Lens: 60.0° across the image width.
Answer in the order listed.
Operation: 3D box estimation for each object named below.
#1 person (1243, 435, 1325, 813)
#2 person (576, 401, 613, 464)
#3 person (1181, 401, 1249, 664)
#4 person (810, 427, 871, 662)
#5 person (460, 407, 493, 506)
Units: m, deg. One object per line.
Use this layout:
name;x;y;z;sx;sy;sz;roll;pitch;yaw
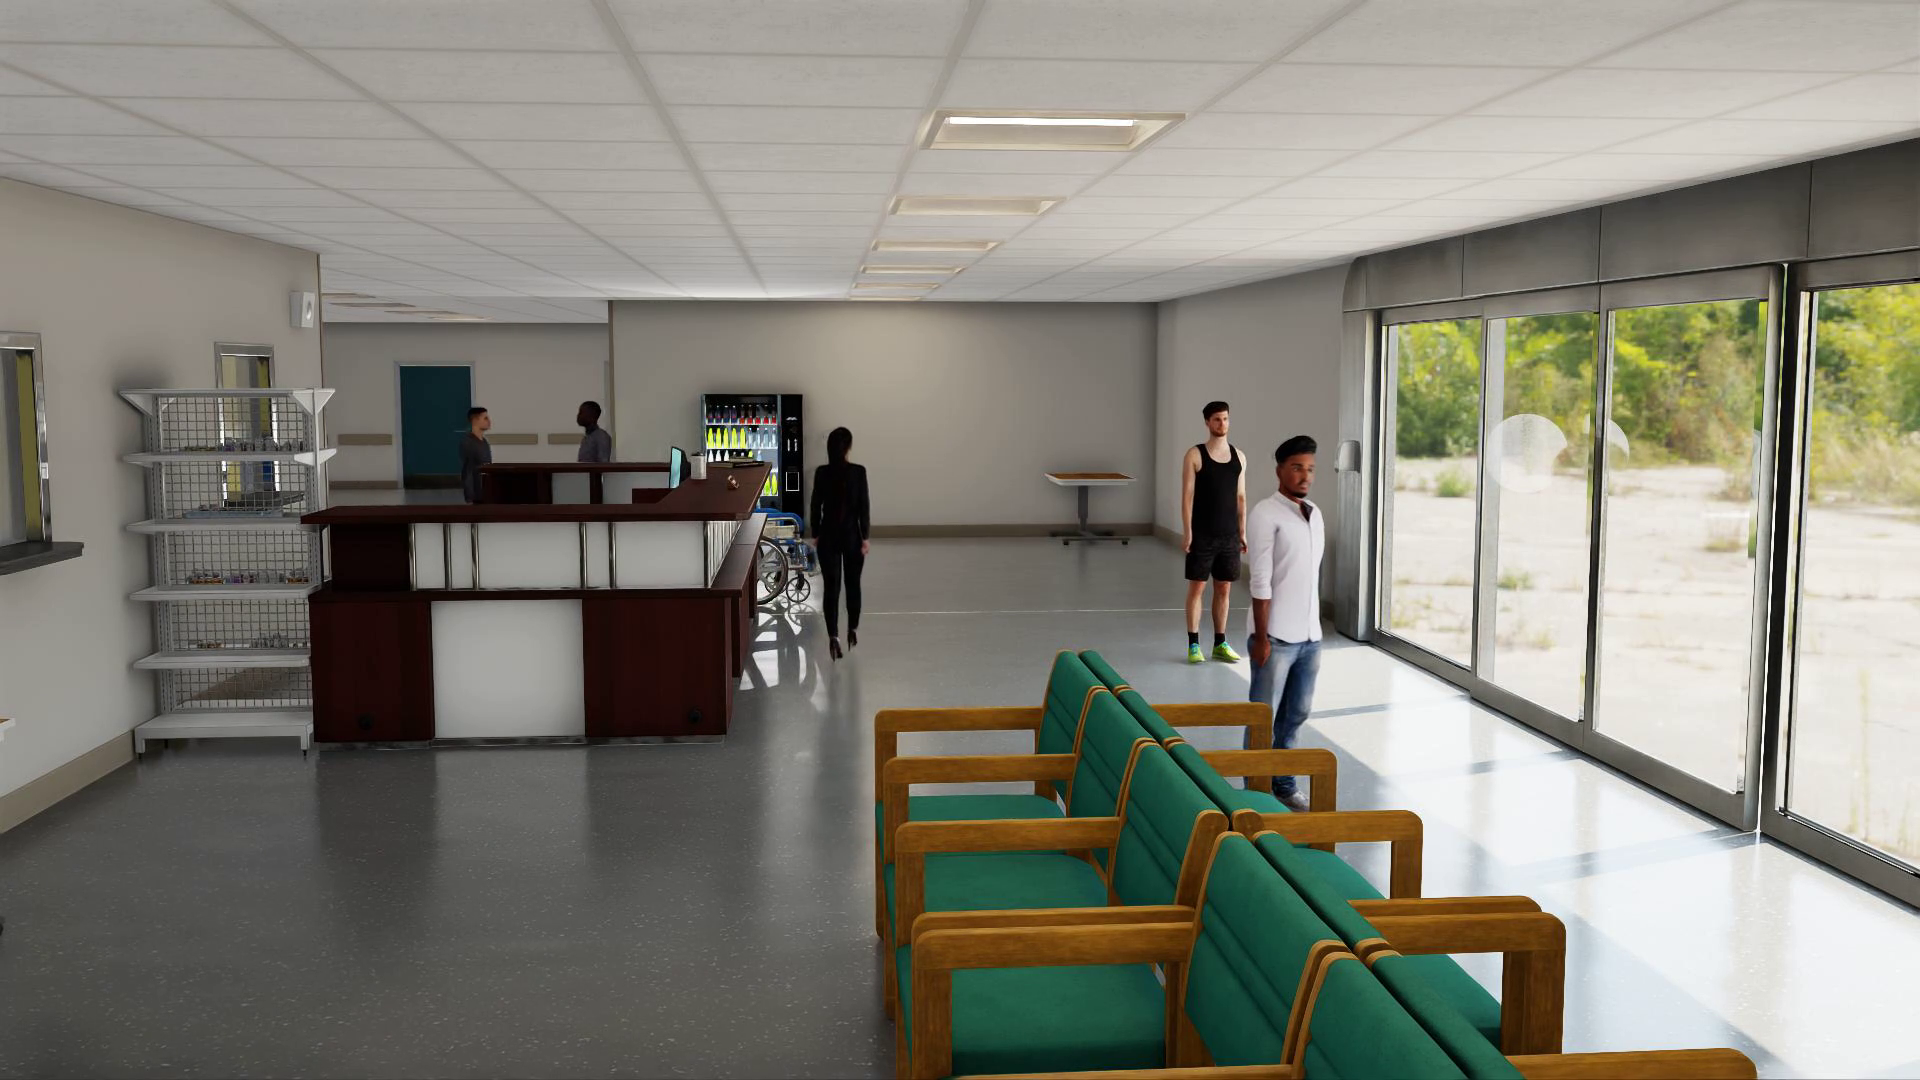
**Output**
person;1.528;0.404;7.832;0.709;1.810;0.795;-5;8;-41
person;-3.331;-0.383;15.558;0.772;1.830;0.810;-4;7;-32
person;1.839;-0.064;12.082;0.590;1.892;0.788;-2;6;-16
person;-0.872;0.062;11.946;1.000;1.668;0.752;0;6;3
person;-4.779;-0.412;16.252;0.755;1.749;0.648;0;6;0
